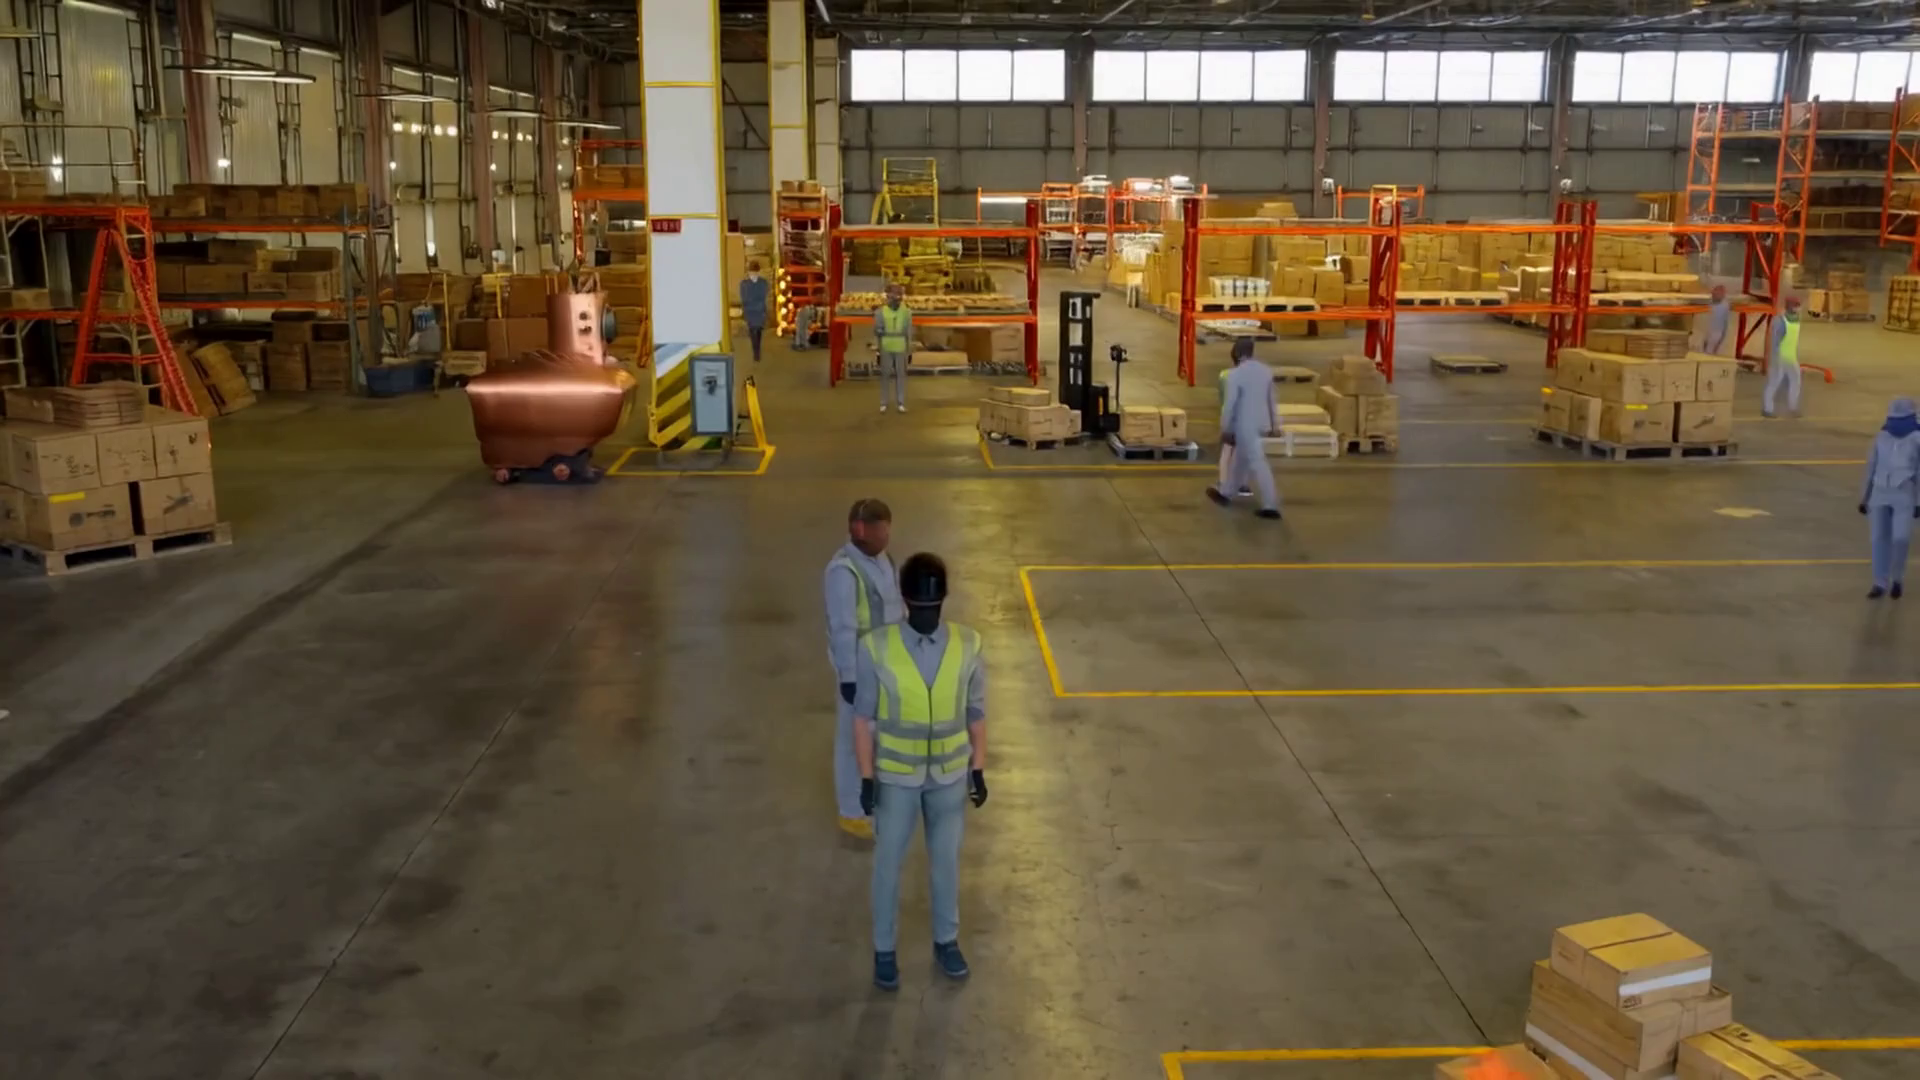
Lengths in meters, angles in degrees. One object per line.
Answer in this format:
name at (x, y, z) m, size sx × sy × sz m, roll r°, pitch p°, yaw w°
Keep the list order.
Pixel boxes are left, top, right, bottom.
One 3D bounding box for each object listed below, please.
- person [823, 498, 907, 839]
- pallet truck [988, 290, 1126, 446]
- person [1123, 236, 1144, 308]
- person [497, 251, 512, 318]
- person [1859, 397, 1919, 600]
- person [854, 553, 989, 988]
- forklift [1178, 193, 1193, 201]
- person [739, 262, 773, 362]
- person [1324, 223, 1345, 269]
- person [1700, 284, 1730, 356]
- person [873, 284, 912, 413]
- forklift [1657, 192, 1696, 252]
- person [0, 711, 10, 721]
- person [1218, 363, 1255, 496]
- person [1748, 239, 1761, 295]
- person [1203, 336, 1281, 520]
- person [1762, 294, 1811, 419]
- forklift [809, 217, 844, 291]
person at (-0.494, 0.676, 9.041) m, size 0.430 × 1.841 × 0.624 m, roll 5°, pitch 13°, yaw 20°
pallet truck at (1.257, -2.299, 22.111) m, size 1.885 × 1.965 × 0.823 m, roll -9°, pitch 15°, yaw -35°
person at (4.603, -7.103, 44.088) m, size 0.590 × 1.878 × 1.020 m, roll 2°, pitch 13°, yaw 7°
person at (-11.189, -6.259, 40.831) m, size 0.313 × 1.634 × 0.515 m, roll -10°, pitch 16°, yaw -38°
person at (7.769, -0.333, 13.849) m, size 0.503 × 1.726 × 0.404 m, roll 10°, pitch 16°, yaw 38°
person at (-0.164, 1.002, 7.318) m, size 0.604 × 1.949 × 0.398 m, roll -3°, pitch 13°, yaw -14°
forklift at (7.732, -10.480, 57.037) m, size 1.873 × 2.768 × 1.129 m, roll 3°, pitch 13°, yaw 15°
person at (-3.867, -4.306, 31.463) m, size 0.565 × 1.860 × 1.024 m, roll -4°, pitch 13°, yaw -18°
person at (11.902, -9.094, 52.923) m, size 0.636 × 1.939 × 0.363 m, roll 1°, pitch 13°, yaw 5°
person at (11.797, -3.110, 26.175) m, size 0.309 × 1.837 × 0.702 m, roll -2°, pitch 13°, yaw -11°
person at (-0.994, -2.856, 24.807) m, size 0.585 × 1.918 × 0.378 m, roll -3°, pitch 13°, yaw -12°
forklift at (25.570, -11.186, 60.228) m, size 1.873 × 2.768 × 1.129 m, roll 0°, pitch 12°, yaw -2°
person at (-6.450, 0.314, 10.518) m, size 0.592 × 1.910 × 0.611 m, roll 5°, pitch 13°, yaw 21°
person at (3.097, -1.345, 18.513) m, size 0.321 × 1.692 × 0.534 m, roll -12°, pitch 17°, yaw -43°
person at (23.195, -7.979, 48.618) m, size 0.527 × 1.624 × 0.361 m, roll -5°, pitch 13°, yaw -21°
person at (2.947, -1.174, 17.315) m, size 0.653 × 1.867 × 1.108 m, roll -12°, pitch 17°, yaw -42°
person at (12.013, -2.633, 24.024) m, size 0.519 × 1.815 × 0.793 m, roll -6°, pitch 14°, yaw -24°
forklift at (-4.375, -8.619, 48.637) m, size 1.873 × 2.768 × 1.129 m, roll 0°, pitch 12°, yaw -2°
